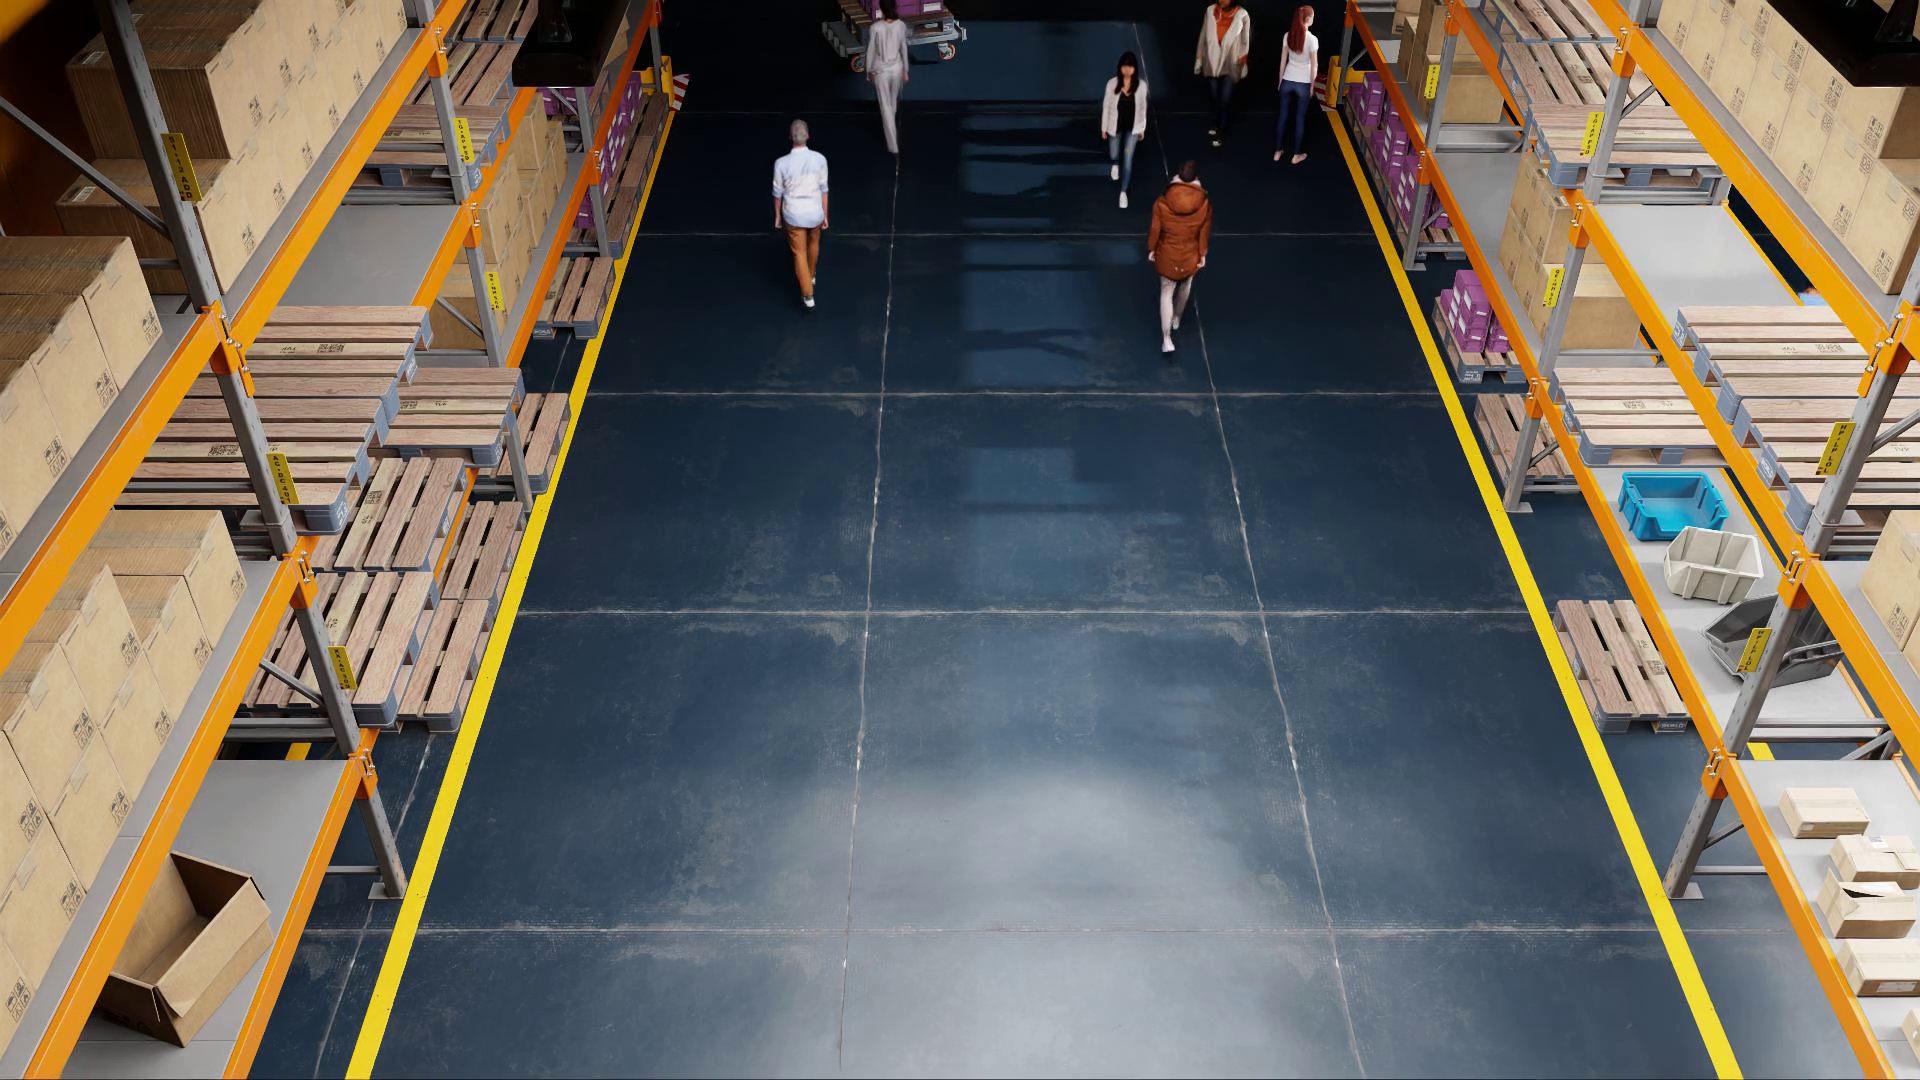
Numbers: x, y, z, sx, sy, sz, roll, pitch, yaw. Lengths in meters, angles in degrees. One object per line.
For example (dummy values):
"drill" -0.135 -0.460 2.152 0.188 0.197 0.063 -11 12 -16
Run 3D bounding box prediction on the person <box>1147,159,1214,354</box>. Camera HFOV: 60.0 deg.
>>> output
"person" 1.980 -2.540 15.090 0.718 1.805 1.099 1 39 1

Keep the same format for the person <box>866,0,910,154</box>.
"person" -0.784 -5.119 18.379 0.852 1.731 1.110 -13 40 -16

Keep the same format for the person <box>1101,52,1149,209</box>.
"person" 1.728 -4.383 17.546 0.658 1.619 0.985 2 39 3

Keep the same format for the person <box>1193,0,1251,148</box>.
"person" 2.996 -5.432 18.658 0.963 1.871 1.065 18 42 21

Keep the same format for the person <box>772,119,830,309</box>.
"person" -1.472 -3.045 15.731 0.891 1.794 1.211 -10 40 -12

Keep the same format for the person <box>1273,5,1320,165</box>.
"person" 3.669 -4.971 18.188 0.652 1.738 0.672 20 43 23
